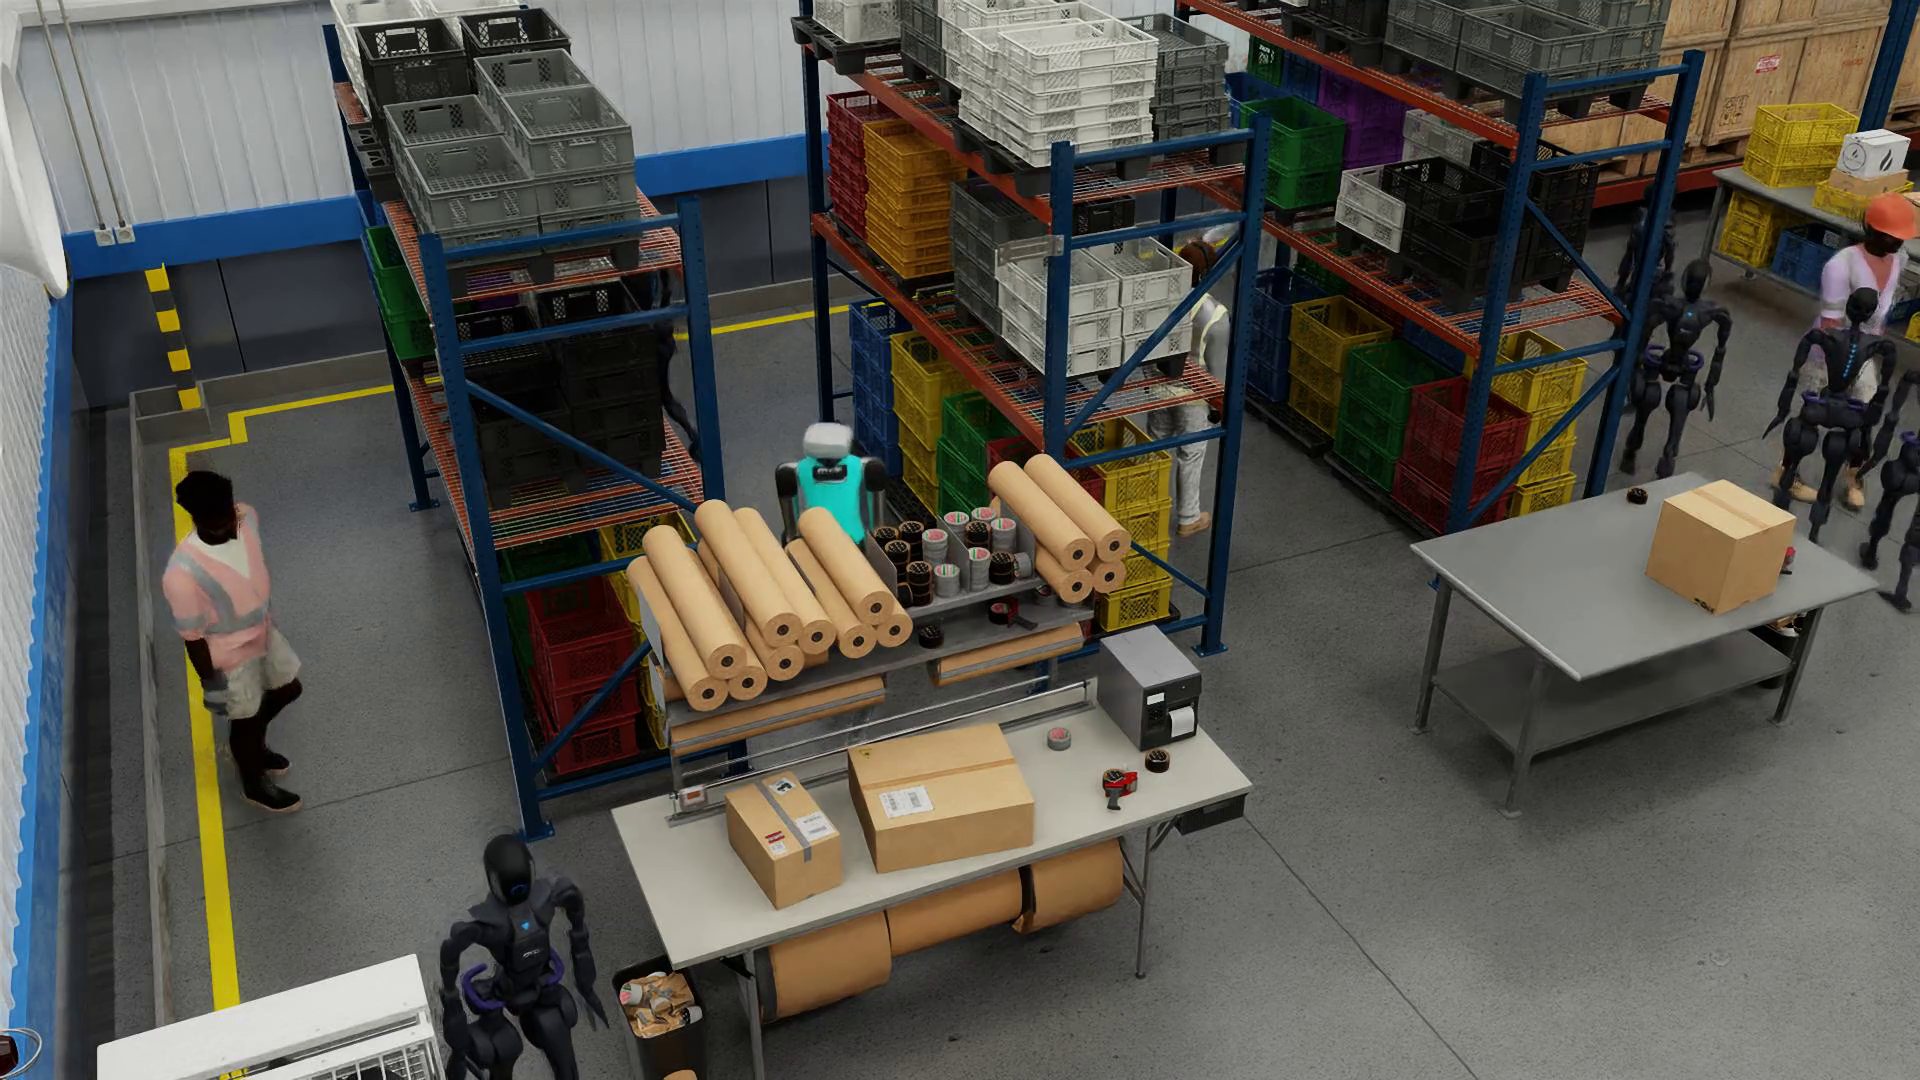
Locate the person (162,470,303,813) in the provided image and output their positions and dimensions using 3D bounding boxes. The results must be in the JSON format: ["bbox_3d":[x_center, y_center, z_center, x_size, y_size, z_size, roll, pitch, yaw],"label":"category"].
[{"bbox_3d":[-3.320,0.476,7.620,0.597,1.924,0.654,7,32,11],"label":"person"}]

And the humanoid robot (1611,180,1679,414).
[{"bbox_3d":[4.699,-1.686,11.369,0.403,1.647,0.601,-3,32,-5],"label":"humanoid robot"}]

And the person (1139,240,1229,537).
[{"bbox_3d":[1.337,-0.906,9.954,0.431,1.835,0.622,-27,41,-37],"label":"person"}]

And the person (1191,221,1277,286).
[{"bbox_3d":[2.330,-2.922,13.235,0.885,1.836,0.586,12,34,19],"label":"person"}]

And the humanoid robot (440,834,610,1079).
[{"bbox_3d":[-1.558,1.694,5.921,0.613,1.619,0.793,-23,39,-33],"label":"humanoid robot"}]

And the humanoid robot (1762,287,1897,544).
[{"bbox_3d":[5.055,-0.670,9.728,0.588,1.635,0.453,10,33,15],"label":"humanoid robot"}]

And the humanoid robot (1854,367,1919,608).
[{"bbox_3d":[5.427,-0.445,9.385,0.603,1.632,0.596,4,32,7],"label":"humanoid robot"}]

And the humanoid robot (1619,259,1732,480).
[{"bbox_3d":[4.384,-0.985,10.291,0.609,1.626,0.774,9,33,15],"label":"humanoid robot"}]

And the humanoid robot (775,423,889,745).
[{"bbox_3d":[-0.587,0.316,8.066,0.553,1.725,1.051,-2,32,-4],"label":"humanoid robot"}]

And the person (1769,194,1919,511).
[{"bbox_3d":[5.452,-1.127,10.134,0.615,2.020,0.509,-9,33,-15],"label":"person"}]

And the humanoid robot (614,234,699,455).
[{"bbox_3d":[-2.021,-1.281,10.741,0.703,1.638,0.611,19,36,28],"label":"humanoid robot"}]

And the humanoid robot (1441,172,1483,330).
[{"bbox_3d":[3.533,-1.762,11.418,0.542,1.734,0.980,-12,34,-18],"label":"humanoid robot"}]

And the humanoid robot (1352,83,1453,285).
[{"bbox_3d":[3.313,-2.684,12.974,0.926,1.802,0.565,12,33,18],"label":"humanoid robot"}]

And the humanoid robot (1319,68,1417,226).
[{"bbox_3d":[3.229,-3.143,13.741,0.905,1.828,0.561,10,33,15],"label":"humanoid robot"}]

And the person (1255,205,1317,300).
[{"bbox_3d":[2.491,-2.687,12.837,0.599,1.835,0.404,-3,32,-4],"label":"person"}]
